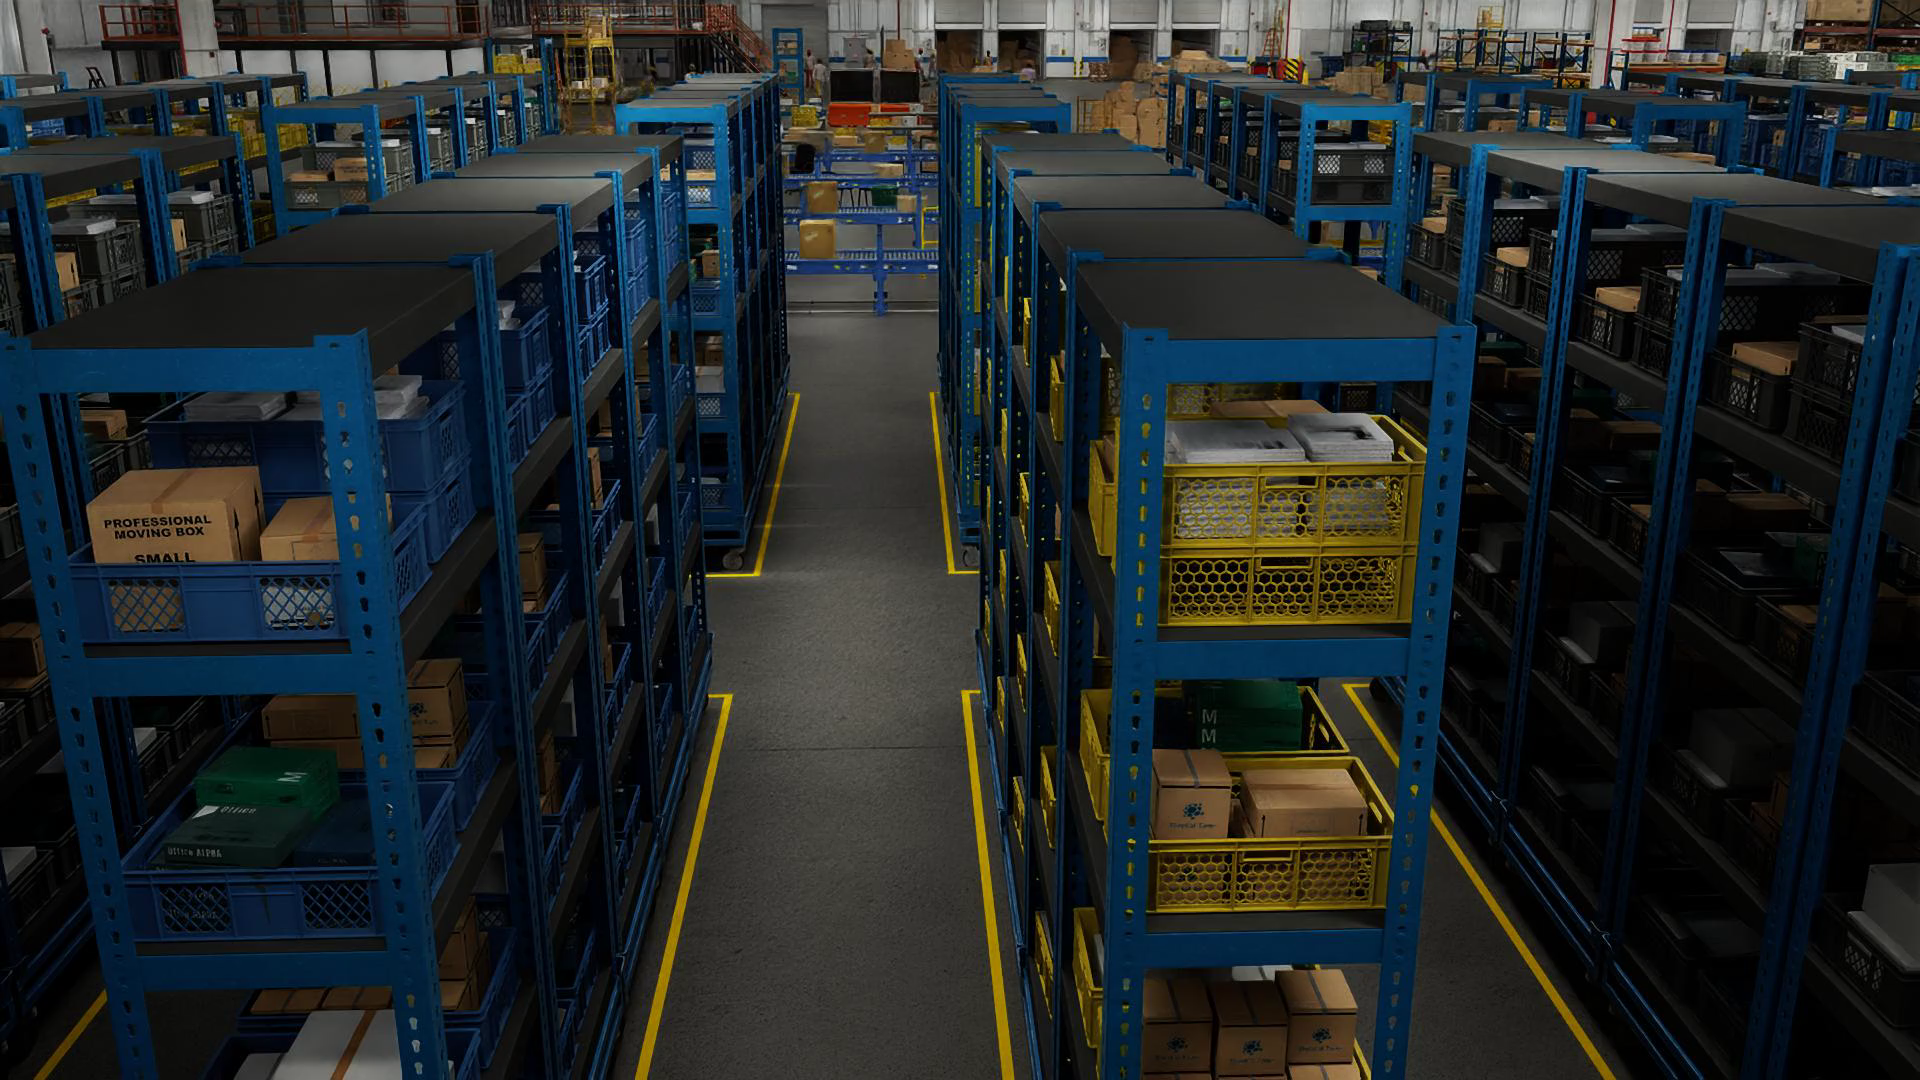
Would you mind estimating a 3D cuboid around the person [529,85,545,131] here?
[{"bbox_3d":[-13.985,-14.221,54.929,0.976,1.833,0.599,0,18,0],"label":"person"}]

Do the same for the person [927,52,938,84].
[{"bbox_3d":[-1.505,-25.887,91.240,0.922,1.721,0.527,17,24,42],"label":"person"}]

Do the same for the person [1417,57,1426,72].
[{"bbox_3d":[21.803,-21.863,78.583,0.429,1.841,0.634,1,18,4],"label":"person"}]

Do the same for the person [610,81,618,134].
[{"bbox_3d":[-11.712,-14.656,56.415,0.406,1.754,0.529,-4,18,-13],"label":"person"}]

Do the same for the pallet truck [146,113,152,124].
[{"bbox_3d":[-18.087,-8.309,36.390,1.885,1.965,0.823,-1,18,-4],"label":"pallet truck"}]

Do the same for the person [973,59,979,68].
[{"bbox_3d":[0.622,-21.000,75.909,0.859,1.838,0.554,-5,19,-15],"label":"person"}]

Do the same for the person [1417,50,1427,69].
[{"bbox_3d":[23.762,-24.193,85.555,0.609,1.991,0.384,-9,20,-25],"label":"person"}]

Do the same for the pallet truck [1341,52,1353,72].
[{"bbox_3d":[18.794,-23.123,82.231,0.823,1.965,1.885,-13,22,-35],"label":"pallet truck"}]

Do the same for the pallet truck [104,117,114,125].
[{"bbox_3d":[-18.367,-7.885,35.078,1.885,1.965,0.823,1,18,2],"label":"pallet truck"}]

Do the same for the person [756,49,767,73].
[{"bbox_3d":[-10.762,-25.681,90.280,0.630,1.912,0.547,-12,21,-32],"label":"person"}]

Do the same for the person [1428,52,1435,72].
[{"bbox_3d":[24.596,-24.419,86.472,0.887,1.863,0.589,-2,18,-6],"label":"person"}]

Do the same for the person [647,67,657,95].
[{"bbox_3d":[-11.906,-17.469,64.915,0.987,1.873,0.601,-6,19,-18],"label":"person"}]

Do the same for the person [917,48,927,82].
[{"bbox_3d":[-2.292,-26.651,93.323,0.985,1.896,0.560,5,18,14],"label":"person"}]

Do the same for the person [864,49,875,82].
[{"bbox_3d":[-5.094,-26.602,93.290,0.659,1.817,0.435,16,24,41],"label":"person"}]

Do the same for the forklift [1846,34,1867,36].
[{"bbox_3d":[44.079,-23.555,82.154,1.129,2.768,1.873,-1,18,-3],"label":"forklift"}]

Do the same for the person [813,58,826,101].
[{"bbox_3d":[-6.319,-20.740,74.970,0.645,1.925,0.504,-7,19,-19],"label":"person"}]

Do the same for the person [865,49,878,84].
[{"bbox_3d":[-4.899,-25.969,91.254,0.625,1.864,0.928,9,20,25],"label":"person"}]

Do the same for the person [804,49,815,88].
[{"bbox_3d":[-7.859,-24.625,86.885,0.623,1.991,0.382,4,18,12],"label":"person"}]

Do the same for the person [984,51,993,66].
[{"bbox_3d":[1.608,-26.921,94.459,0.537,1.698,0.321,2,18,5],"label":"person"}]

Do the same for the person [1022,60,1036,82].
[{"bbox_3d":[2.870,-19.051,69.617,0.634,2.010,0.606,6,19,19],"label":"person"}]

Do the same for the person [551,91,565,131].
[{"bbox_3d":[-11.662,-12.031,48.129,0.374,1.859,0.507,4,18,14],"label":"person"}]

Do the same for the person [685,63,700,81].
[{"bbox_3d":[-10.428,-17.548,64.912,0.672,2.000,0.536,-11,21,-31],"label":"person"}]

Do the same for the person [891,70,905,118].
[{"bbox_3d":[-2.337,-17.038,63.600,1.027,1.885,0.555,11,21,32],"label":"person"}]
